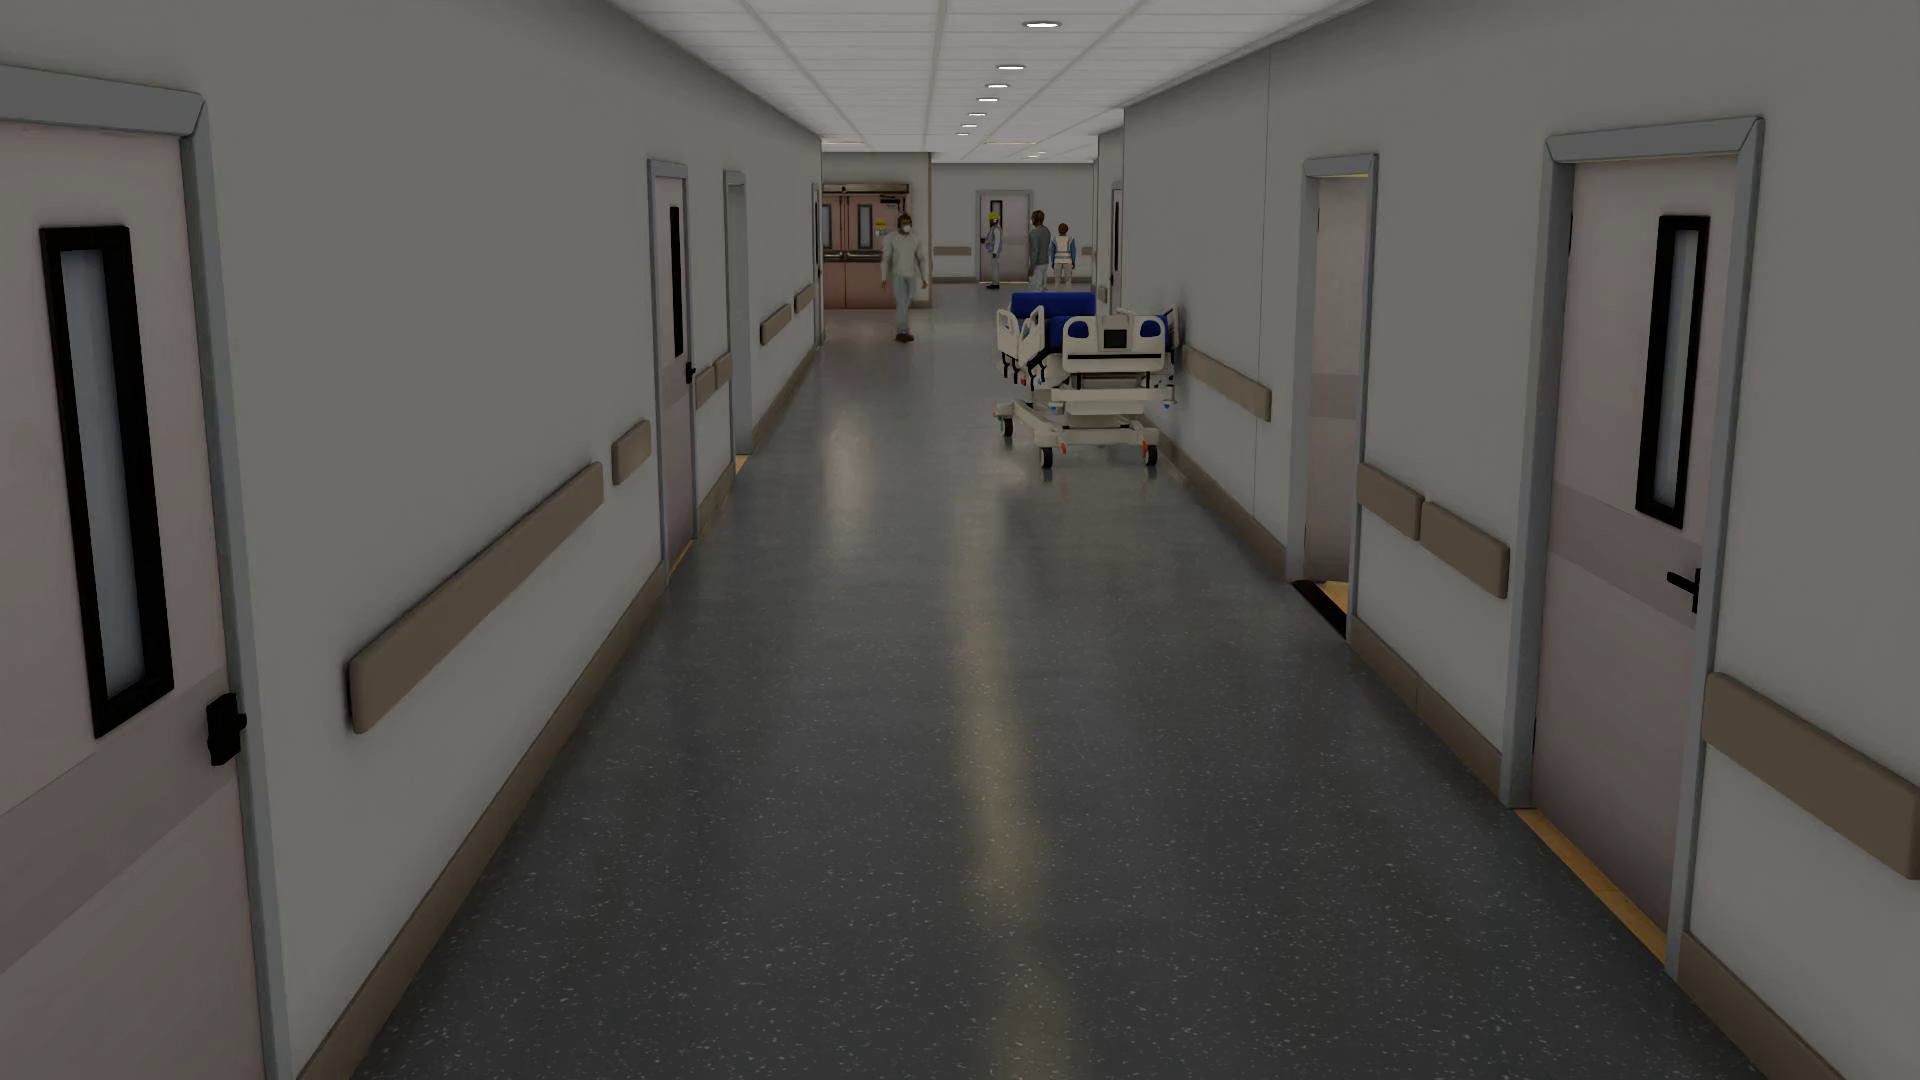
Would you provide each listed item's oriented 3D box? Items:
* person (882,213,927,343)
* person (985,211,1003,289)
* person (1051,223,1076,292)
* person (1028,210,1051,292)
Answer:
[{"bbox_3d":[-0.775,-3.889,24.761,0.662,1.905,0.885,-6,13,-28],"label":"person"},{"bbox_3d":[0.807,-6.888,39.564,0.404,1.833,0.589,-1,12,-5],"label":"person"},{"bbox_3d":[2.106,-5.641,33.962,0.514,1.640,0.310,3,12,14],"label":"person"},{"bbox_3d":[1.359,-4.771,28.993,0.372,1.940,0.632,5,13,25],"label":"person"}]
